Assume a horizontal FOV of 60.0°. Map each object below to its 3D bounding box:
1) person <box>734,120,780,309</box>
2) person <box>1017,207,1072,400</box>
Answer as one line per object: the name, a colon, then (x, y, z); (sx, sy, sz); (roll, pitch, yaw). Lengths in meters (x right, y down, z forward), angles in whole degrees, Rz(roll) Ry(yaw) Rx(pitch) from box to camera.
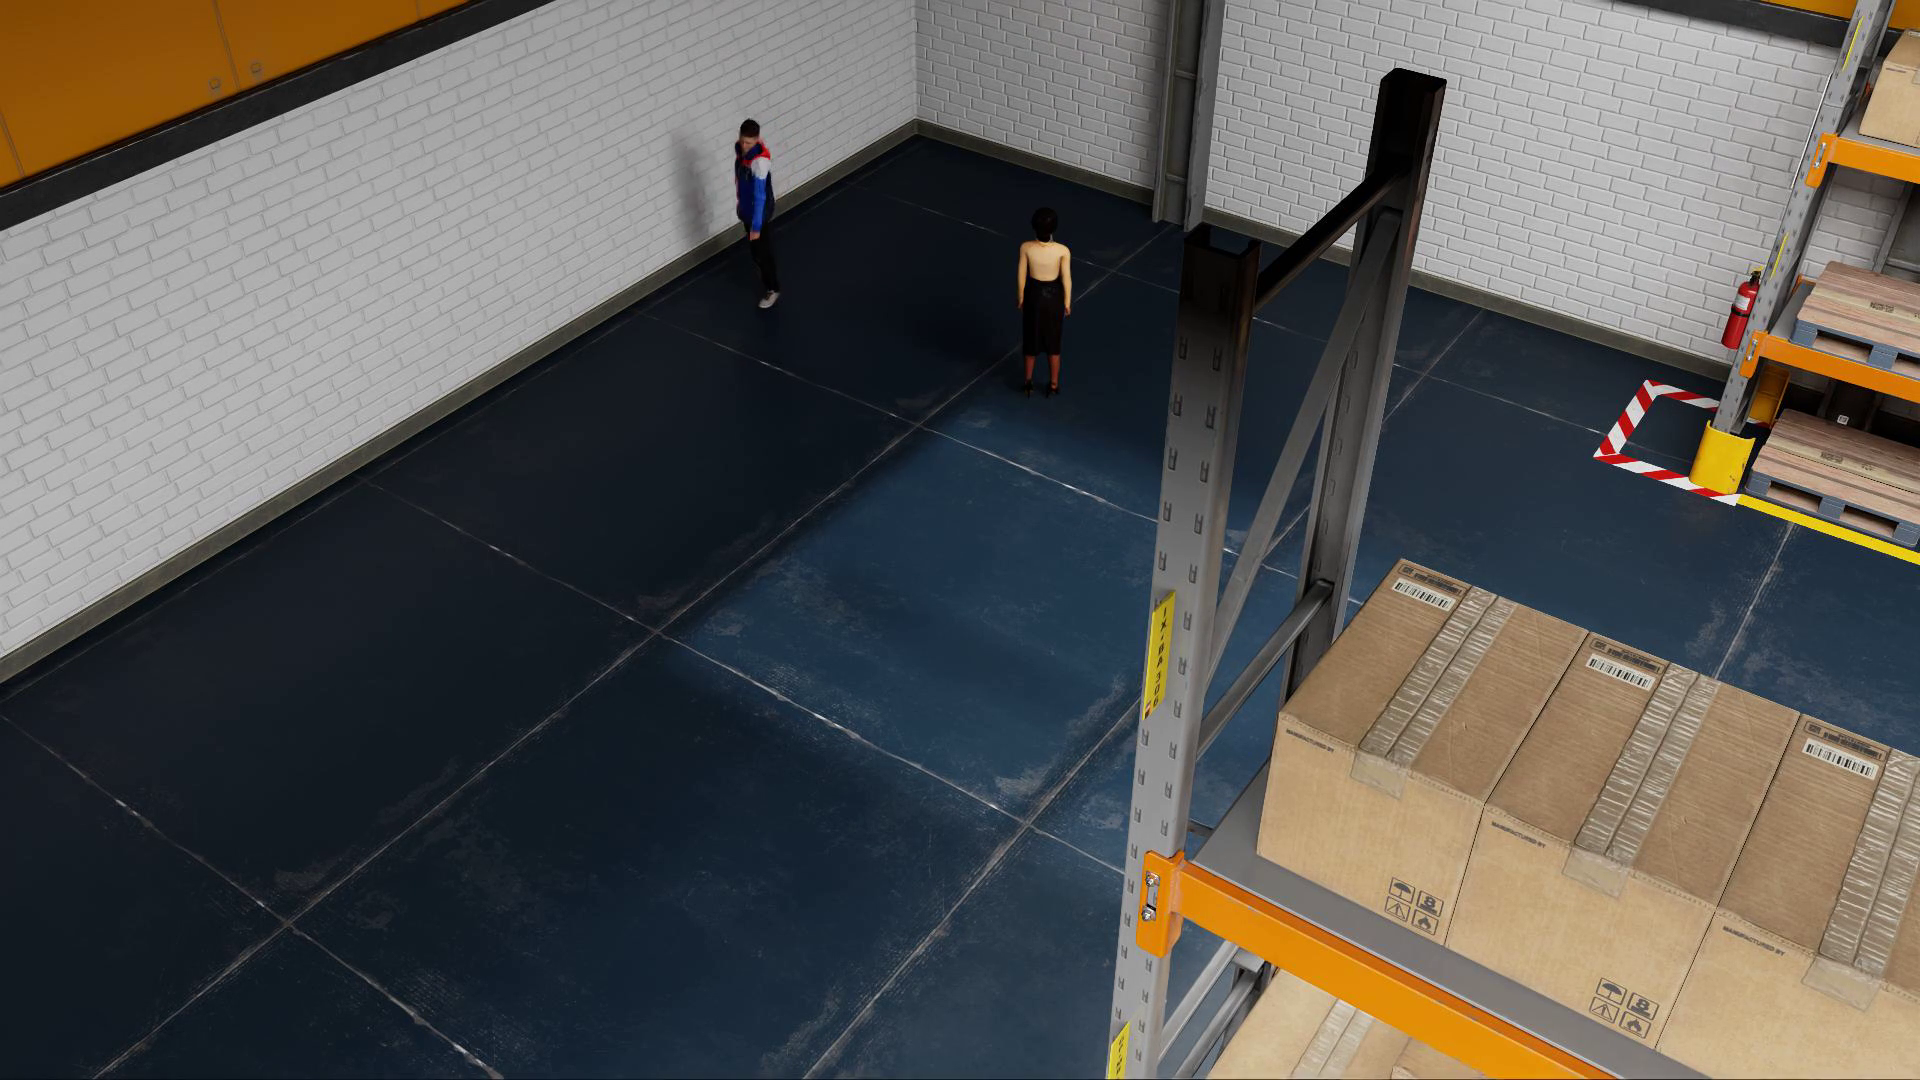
person: (-1.718, -2.841, 14.205); (0.965, 1.731, 0.805); (-7, 39, -9)
person: (0.648, -1.849, 13.024); (0.604, 1.654, 0.719); (7, 39, 9)
